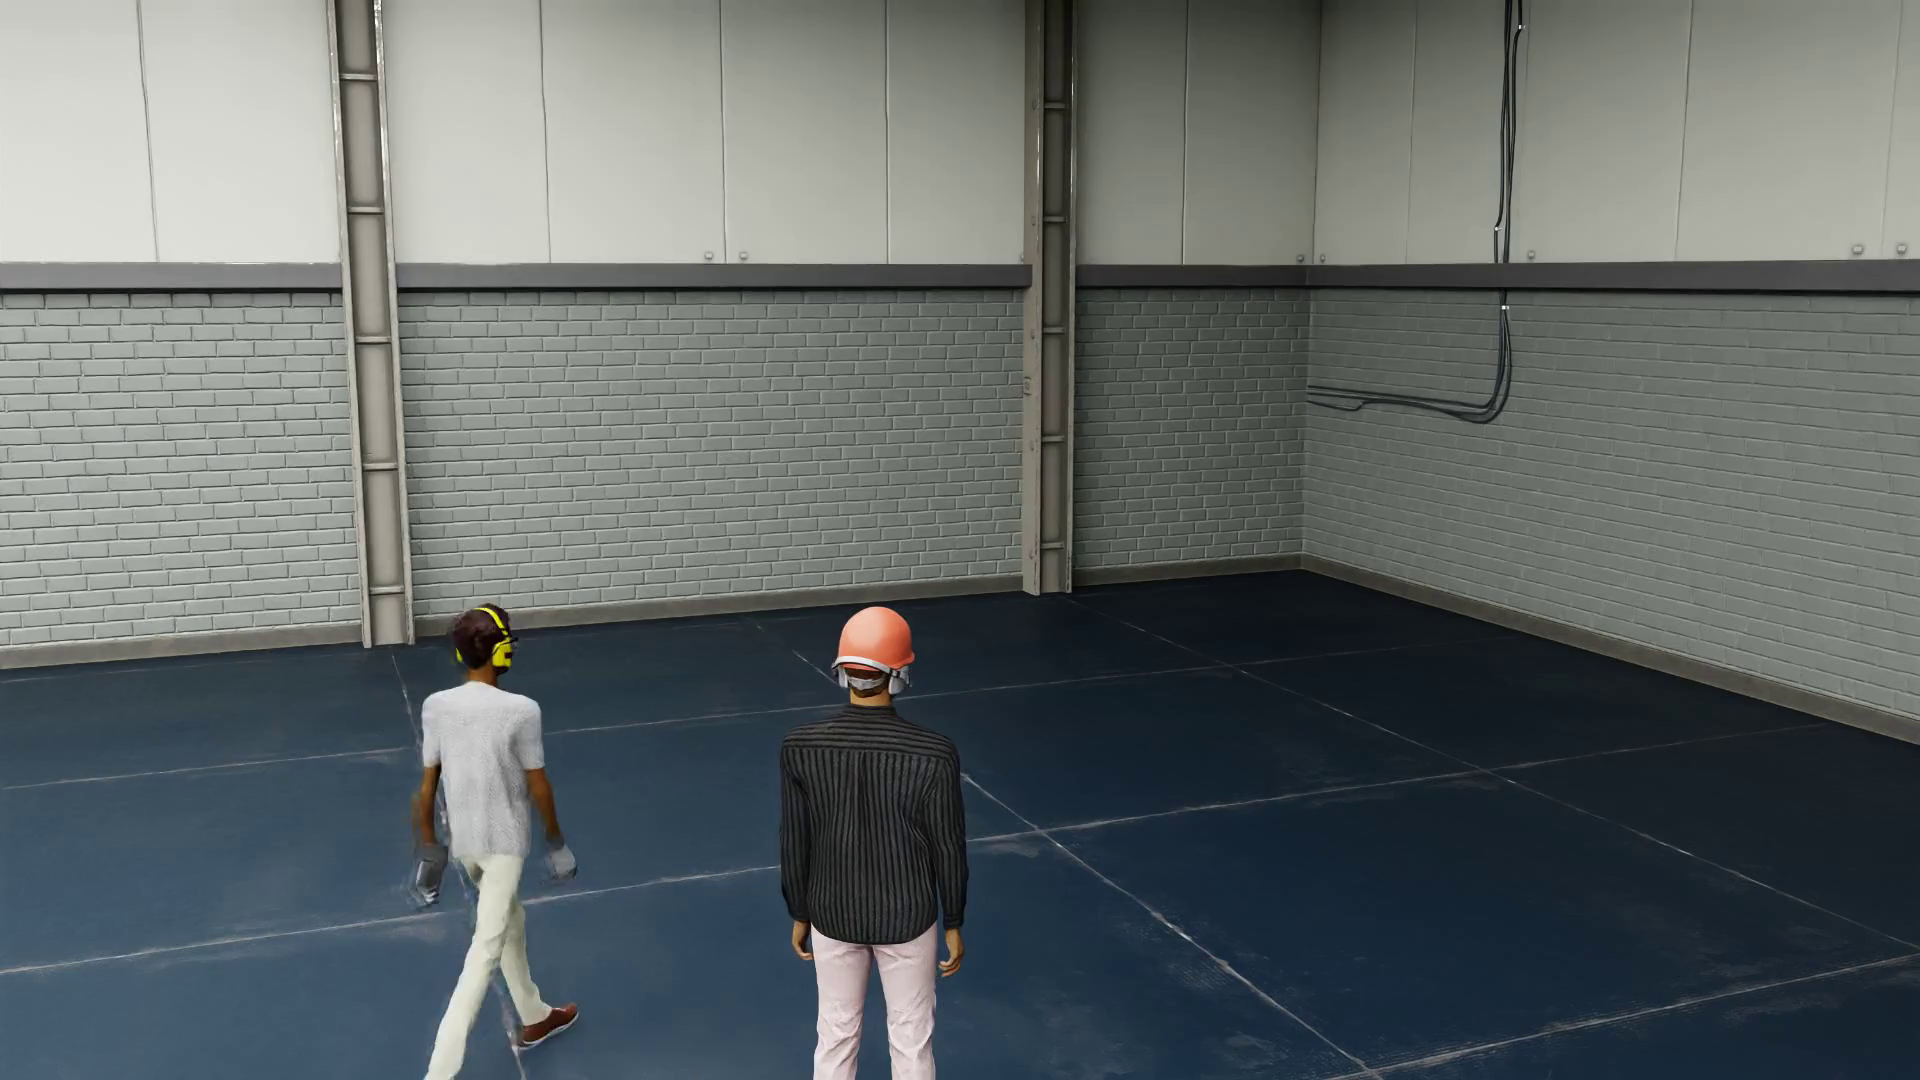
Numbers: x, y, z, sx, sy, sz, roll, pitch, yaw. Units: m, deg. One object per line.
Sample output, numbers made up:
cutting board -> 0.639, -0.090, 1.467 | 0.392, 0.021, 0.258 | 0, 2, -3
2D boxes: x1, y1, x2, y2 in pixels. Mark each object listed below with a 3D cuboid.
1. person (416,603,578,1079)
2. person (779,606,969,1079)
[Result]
person -> -1.762, 1.154, 6.197 | 0.511, 1.832, 0.987 | 4, 10, 25
person -> -0.270, 1.198, 5.338 | 0.612, 1.995, 0.382 | 2, 9, 11
